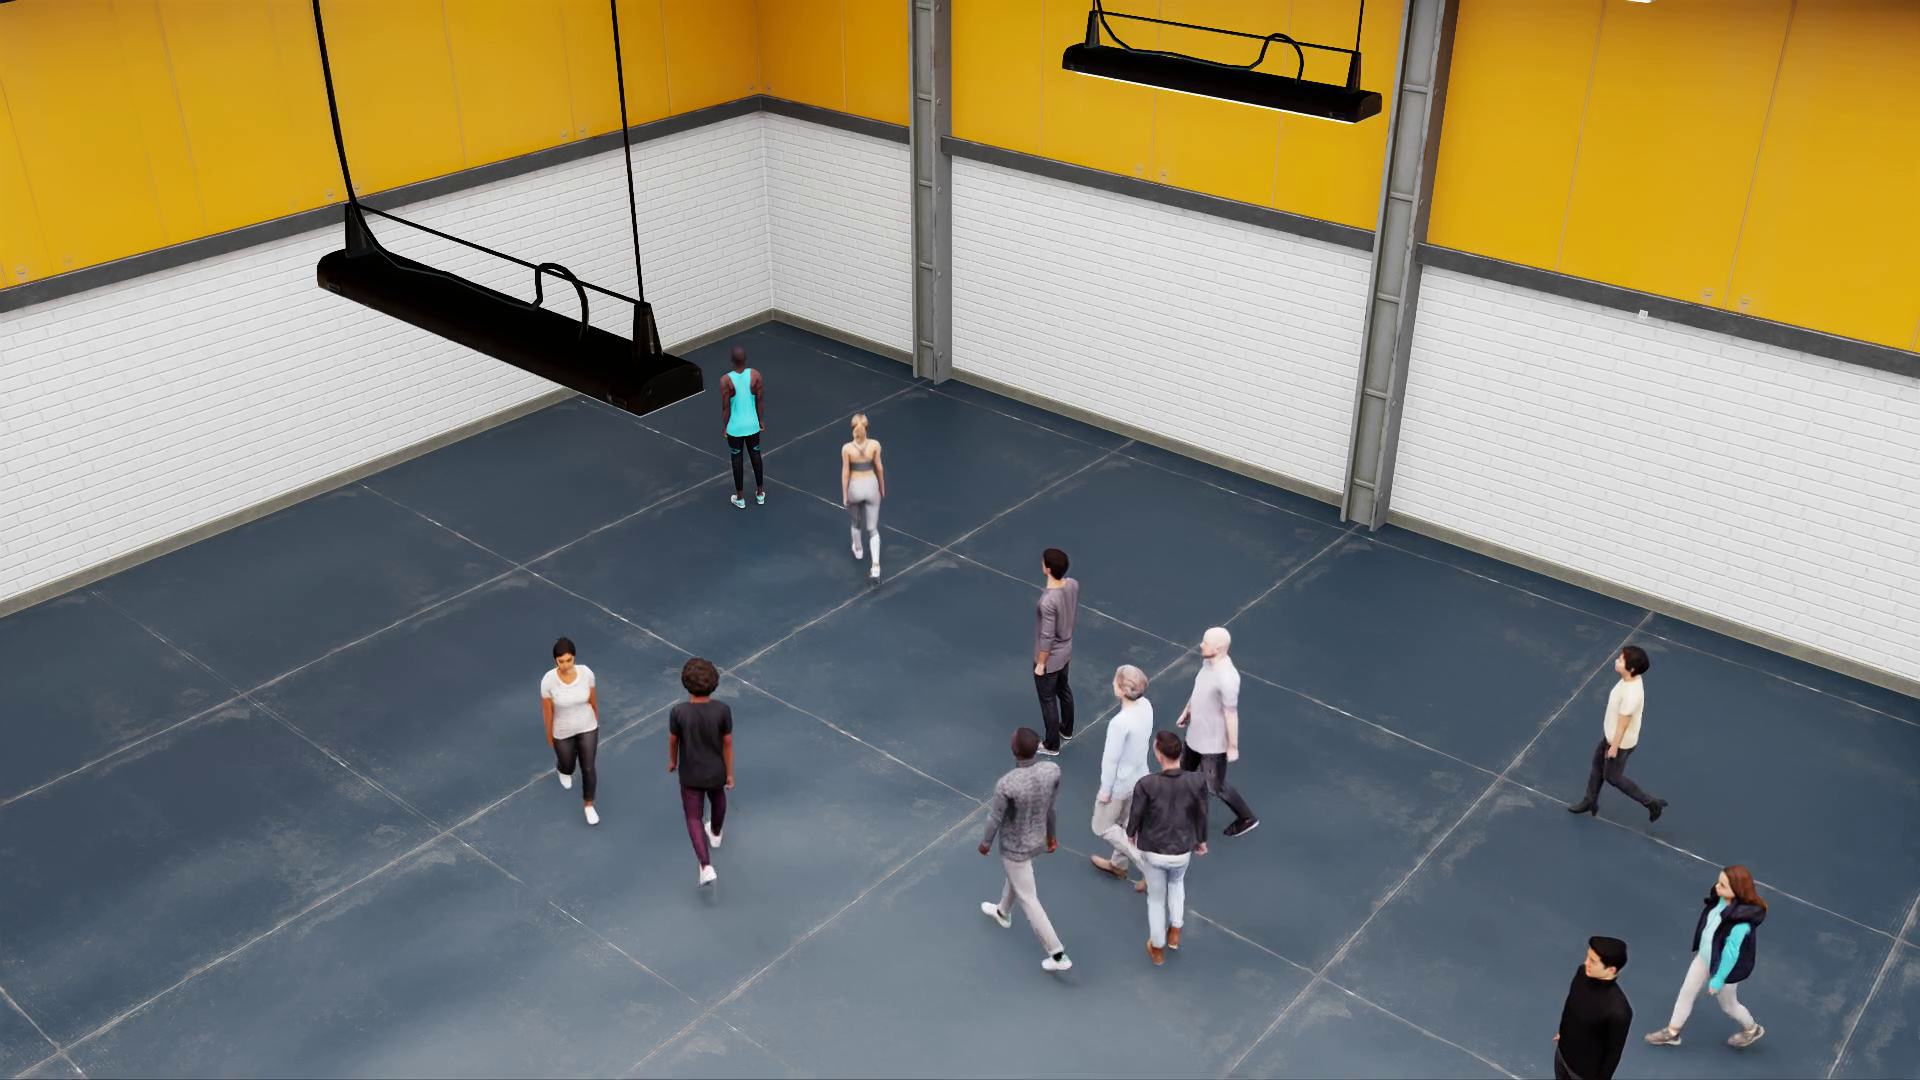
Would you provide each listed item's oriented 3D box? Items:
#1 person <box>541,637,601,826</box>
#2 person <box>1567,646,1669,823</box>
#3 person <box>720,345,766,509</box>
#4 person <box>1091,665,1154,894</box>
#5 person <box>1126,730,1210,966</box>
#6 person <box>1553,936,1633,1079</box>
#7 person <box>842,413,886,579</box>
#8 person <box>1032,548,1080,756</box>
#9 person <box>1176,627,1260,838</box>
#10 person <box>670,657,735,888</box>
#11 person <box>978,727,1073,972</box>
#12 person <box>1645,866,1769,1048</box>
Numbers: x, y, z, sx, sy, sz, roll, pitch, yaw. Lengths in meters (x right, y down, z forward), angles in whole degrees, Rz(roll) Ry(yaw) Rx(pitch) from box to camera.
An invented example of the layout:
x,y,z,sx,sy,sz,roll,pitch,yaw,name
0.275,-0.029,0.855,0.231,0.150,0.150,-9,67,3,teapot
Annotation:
x,y,z,sx,sy,sz,roll,pitch,yaw,name
-3.001,1.419,12.848,0.785,1.624,0.945,-11,31,-20,person
5.111,1.535,12.698,1.010,1.565,0.810,9,30,16,person
-2.272,-1.197,17.448,0.675,1.811,0.667,-11,30,-19,person
1.249,1.758,11.964,0.943,1.876,0.736,17,33,28,person
1.429,2.153,11.308,0.787,1.811,0.838,-4,29,-7,person
3.687,3.022,9.807,0.779,1.722,0.693,-5,29,-9,person
-0.919,-0.403,16.142,1.025,1.669,1.130,-4,29,-6,person
0.770,0.901,13.560,0.566,1.851,0.704,17,33,28,person
1.867,1.474,12.552,1.172,1.812,1.119,-2,29,-4,person
-1.879,1.711,12.180,0.966,1.752,1.176,-10,30,-18,person
0.493,2.137,11.340,0.785,1.809,1.227,-24,37,-37,person
4.945,2.712,10.645,1.038,1.466,0.964,-2,29,-3,person
